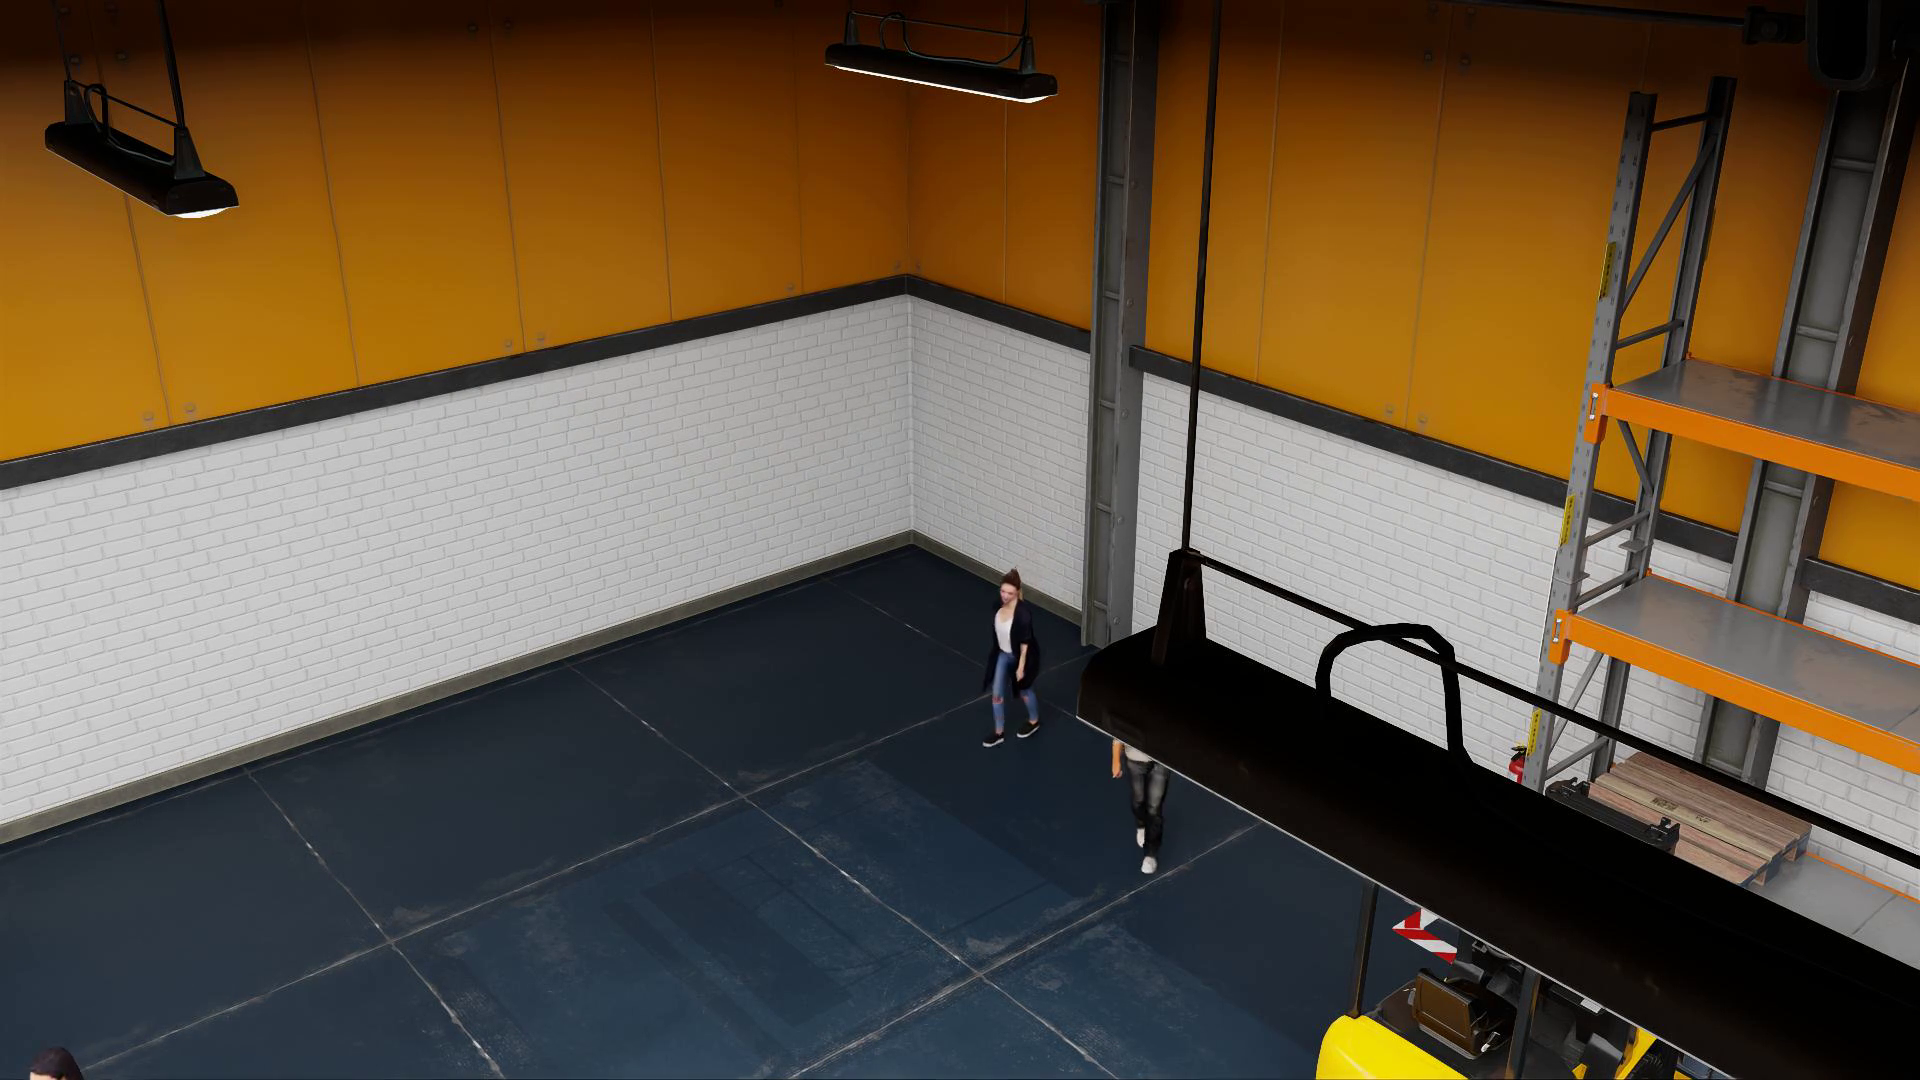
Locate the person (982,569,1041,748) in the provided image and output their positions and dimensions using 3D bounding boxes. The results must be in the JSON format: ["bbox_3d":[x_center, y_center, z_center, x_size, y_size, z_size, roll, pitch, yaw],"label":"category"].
[{"bbox_3d":[0.518,0.985,14.223,0.715,1.652,0.816,-18,29,-35],"label":"person"}]

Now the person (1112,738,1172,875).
[{"bbox_3d":[1.443,1.605,12.662,0.997,1.766,1.047,0,24,0],"label":"person"}]
